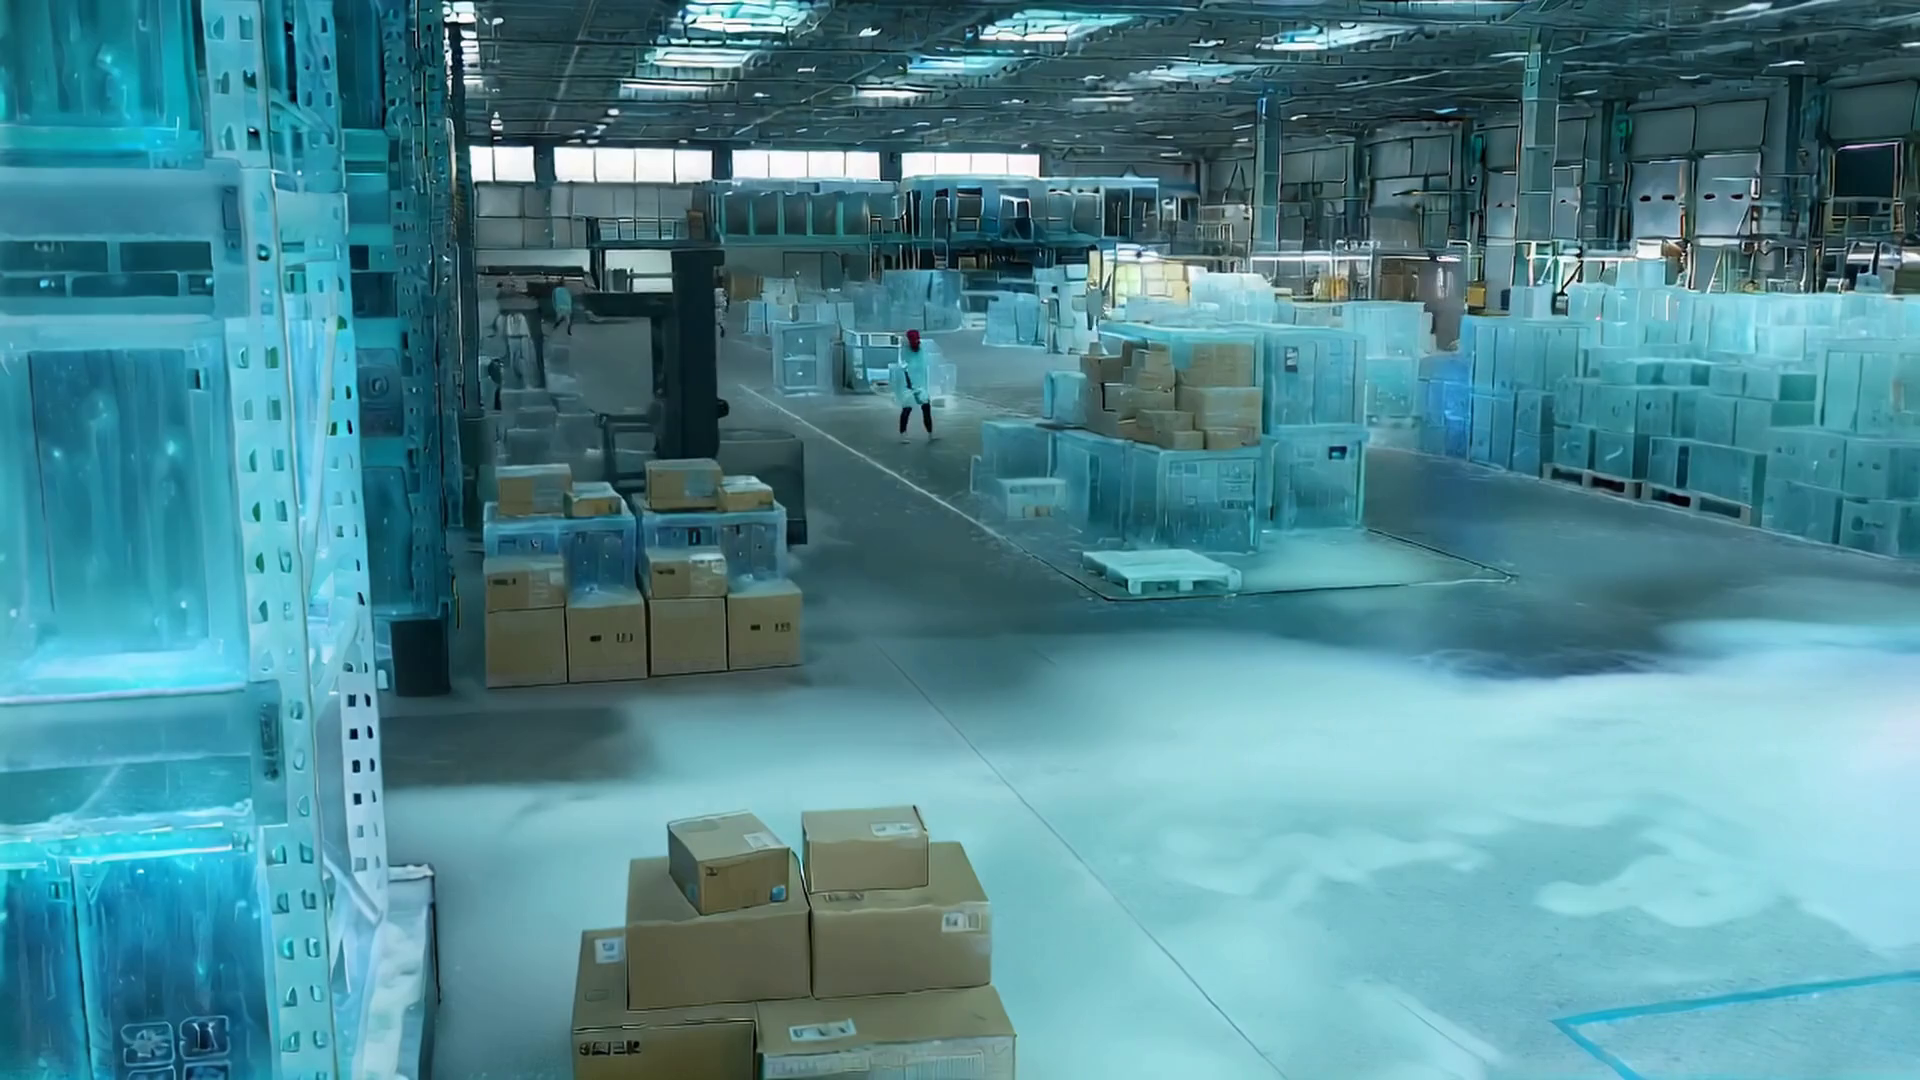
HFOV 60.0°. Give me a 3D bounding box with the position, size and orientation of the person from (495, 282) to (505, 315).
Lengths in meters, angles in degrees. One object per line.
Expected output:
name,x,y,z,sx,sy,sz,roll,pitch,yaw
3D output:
person,-16.126,-8.265,58.551,0.546,1.613,0.509,4,11,20

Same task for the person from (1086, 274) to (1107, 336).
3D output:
person,4.366,-7.567,53.399,0.692,2.000,1.014,2,10,13

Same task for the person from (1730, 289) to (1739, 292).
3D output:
person,17.597,-4.747,37.834,0.640,1.912,0.922,1,10,5

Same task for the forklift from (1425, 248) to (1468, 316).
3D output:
forklift,11.579,-5.575,39.744,1.129,2.768,1.873,8,13,40

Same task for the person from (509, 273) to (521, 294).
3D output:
person,-19.540,-10.874,73.080,0.501,1.690,0.918,-3,10,-14

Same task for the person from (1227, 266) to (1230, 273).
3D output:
person,15.166,-14.610,94.009,0.640,1.792,0.978,-5,11,-26

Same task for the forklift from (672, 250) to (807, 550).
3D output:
forklift,-2.459,-1.321,15.652,1.873,2.768,1.129,-3,10,-15

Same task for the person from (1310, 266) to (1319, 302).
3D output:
person,17.723,-12.753,83.155,0.392,1.911,0.584,-7,12,-33

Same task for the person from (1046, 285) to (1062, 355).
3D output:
person,2.495,-5.832,44.103,0.323,1.860,0.507,-9,13,-40

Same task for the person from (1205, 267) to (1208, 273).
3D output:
person,11.423,-11.684,77.070,0.398,1.915,0.589,10,14,44

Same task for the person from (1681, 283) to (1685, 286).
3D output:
person,20.471,-6.362,47.143,0.634,1.839,0.429,-8,13,-38

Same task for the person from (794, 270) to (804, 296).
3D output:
person,-6.870,-10.475,70.284,0.555,1.895,0.999,1,10,6

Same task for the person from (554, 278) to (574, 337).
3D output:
person,-12.498,-7.330,52.547,0.419,1.876,0.673,5,11,26

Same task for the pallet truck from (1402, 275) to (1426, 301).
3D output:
pallet truck,14.620,-7.324,52.145,0.823,1.965,1.885,8,13,40

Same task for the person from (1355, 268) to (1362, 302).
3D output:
person,18.921,-12.068,79.480,0.728,1.839,0.488,8,13,39

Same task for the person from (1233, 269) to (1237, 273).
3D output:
person,11.296,-10.163,68.423,0.585,1.921,0.601,-10,14,-44

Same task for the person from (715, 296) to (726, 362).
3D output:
person,-6.000,-5.233,41.353,0.315,1.629,0.508,-2,10,-10

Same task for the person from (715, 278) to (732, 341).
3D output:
person,-7.299,-7.046,50.824,0.631,1.909,1.025,4,11,20

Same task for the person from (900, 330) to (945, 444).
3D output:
person,-0.599,-2.199,24.065,0.651,1.677,0.545,9,14,43

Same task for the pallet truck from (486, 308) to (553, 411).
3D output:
pallet truck,-6.242,-2.418,24.362,0.823,1.965,1.885,1,10,3

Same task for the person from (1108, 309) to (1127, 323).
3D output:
person,2.312,-2.347,24.035,0.621,1.974,0.741,-6,12,-32

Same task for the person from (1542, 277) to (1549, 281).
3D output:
person,18.615,-7.410,52.915,0.890,1.888,0.599,7,12,36

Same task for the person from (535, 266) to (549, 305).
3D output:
person,-18.826,-11.364,75.091,0.651,1.966,0.676,-1,10,-4
